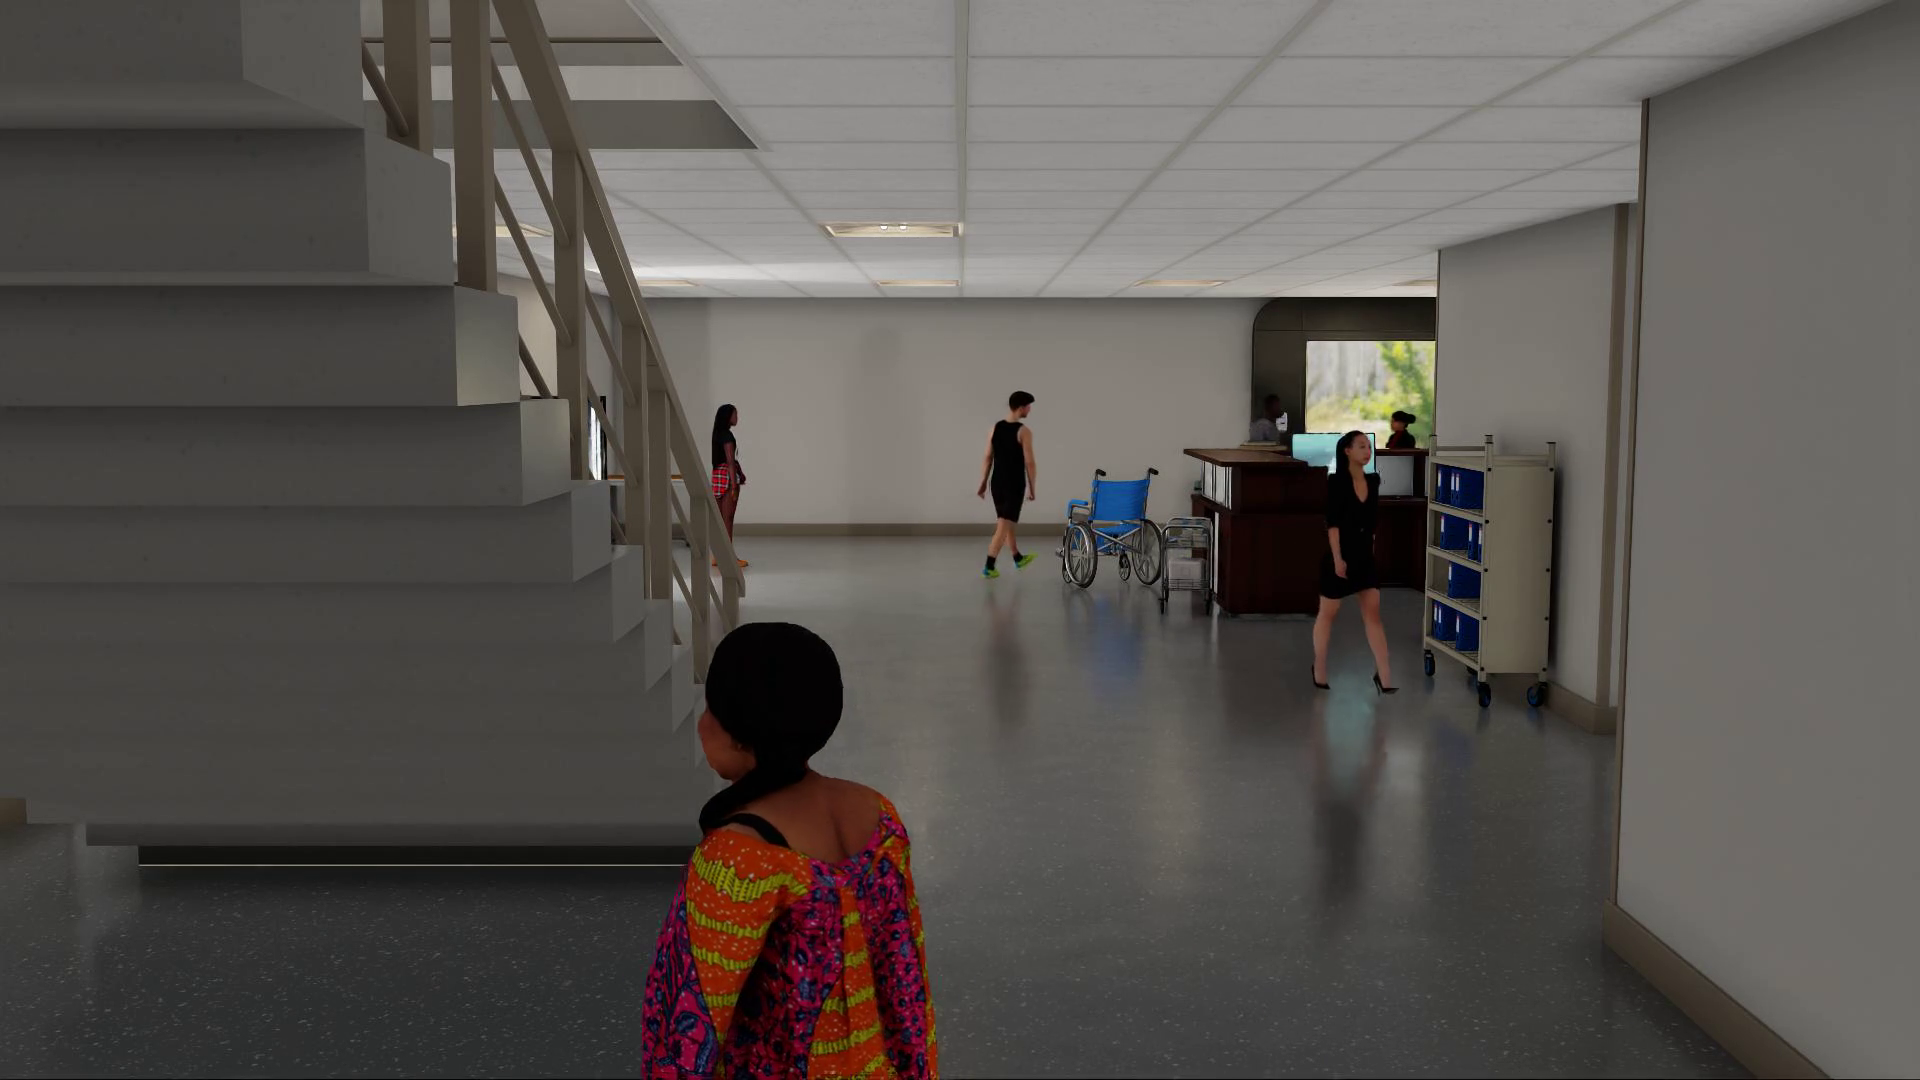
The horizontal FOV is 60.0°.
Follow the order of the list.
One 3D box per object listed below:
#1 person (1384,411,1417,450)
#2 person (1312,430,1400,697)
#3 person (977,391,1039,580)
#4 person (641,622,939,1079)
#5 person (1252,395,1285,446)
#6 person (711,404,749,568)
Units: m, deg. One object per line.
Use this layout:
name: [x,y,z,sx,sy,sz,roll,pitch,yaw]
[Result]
person: [4.920,-0.590,18.421,0.974,1.592,1.068,-3,7,-28]
person: [2.403,0.161,10.596,0.843,1.663,1.036,-2,6,-22]
person: [0.430,-0.498,16.310,1.146,1.830,1.264,4,7,35]
person: [-0.233,0.951,2.708,0.903,1.670,1.003,2,6,19]
person: [3.081,-0.589,17.389,0.805,1.796,1.015,0,6,-4]
person: [-2.490,-0.582,17.674,0.774,1.726,0.678,-3,6,-27]
